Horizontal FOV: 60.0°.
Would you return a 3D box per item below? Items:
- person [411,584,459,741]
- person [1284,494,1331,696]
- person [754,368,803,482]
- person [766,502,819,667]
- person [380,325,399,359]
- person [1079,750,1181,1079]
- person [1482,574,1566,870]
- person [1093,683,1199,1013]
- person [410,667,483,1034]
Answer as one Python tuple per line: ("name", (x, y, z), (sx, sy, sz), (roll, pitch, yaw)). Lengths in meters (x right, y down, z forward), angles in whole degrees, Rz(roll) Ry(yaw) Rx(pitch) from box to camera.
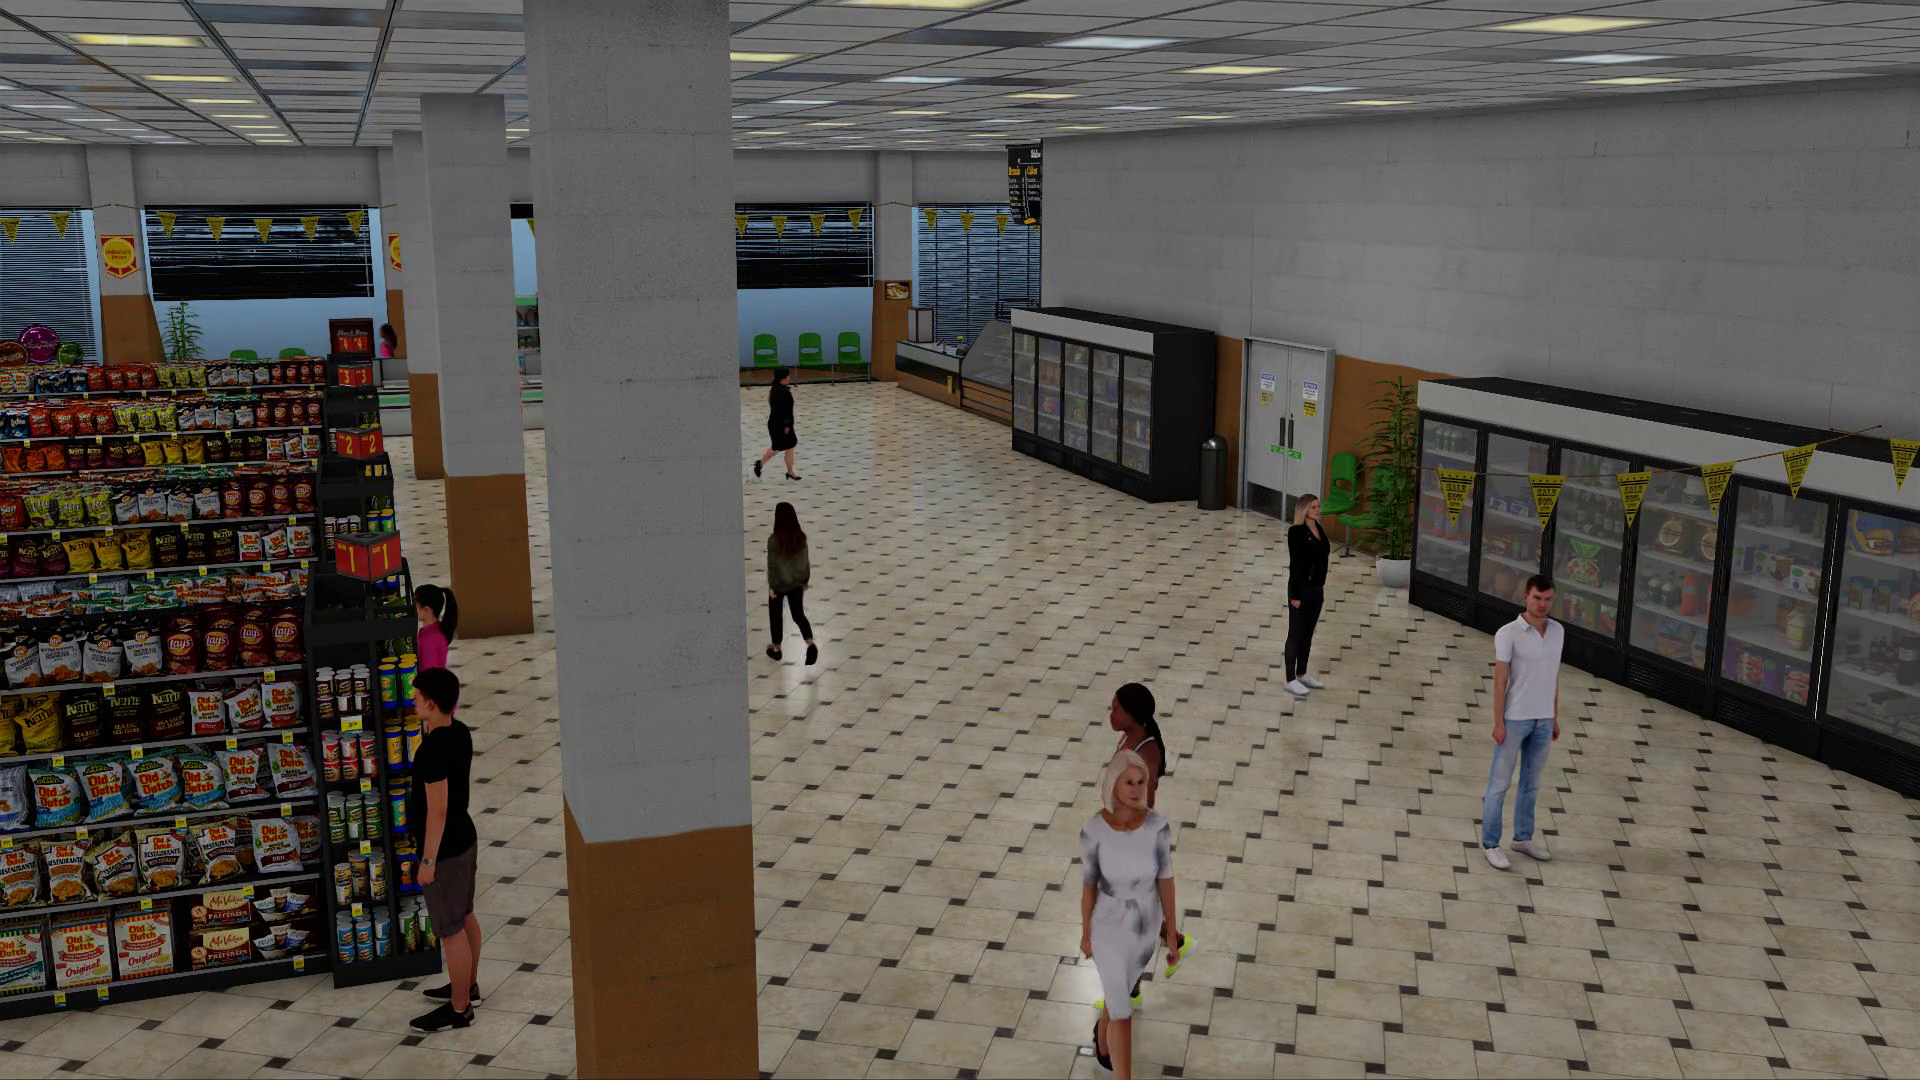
("person", (-3.380, 1.116, 10.788), (0.577, 1.697, 0.591), (-3, 12, -15))
("person", (2.900, 0.442, 14.012), (0.751, 1.686, 0.628), (11, 16, 41))
("person", (-2.647, -1.637, 23.964), (1.000, 1.653, 0.786), (-6, 13, -28))
("person", (-1.491, 0.412, 14.717), (0.967, 1.454, 0.814), (-8, 14, -33))
("person", (-10.530, -3.157, 31.097), (0.967, 1.689, 0.568), (-4, 13, -20))
("person", (0.732, 1.778, 7.649), (1.049, 1.694, 0.639), (-4, 12, -17))
("person", (3.538, 1.112, 10.428), (0.469, 1.852, 0.695), (-5, 13, -20))
("person", (0.988, 1.571, 8.513), (0.846, 1.742, 0.617), (-3, 12, -14))
("person", (-2.587, 1.537, 8.388), (0.685, 1.862, 0.732), (-1, 12, -4))
